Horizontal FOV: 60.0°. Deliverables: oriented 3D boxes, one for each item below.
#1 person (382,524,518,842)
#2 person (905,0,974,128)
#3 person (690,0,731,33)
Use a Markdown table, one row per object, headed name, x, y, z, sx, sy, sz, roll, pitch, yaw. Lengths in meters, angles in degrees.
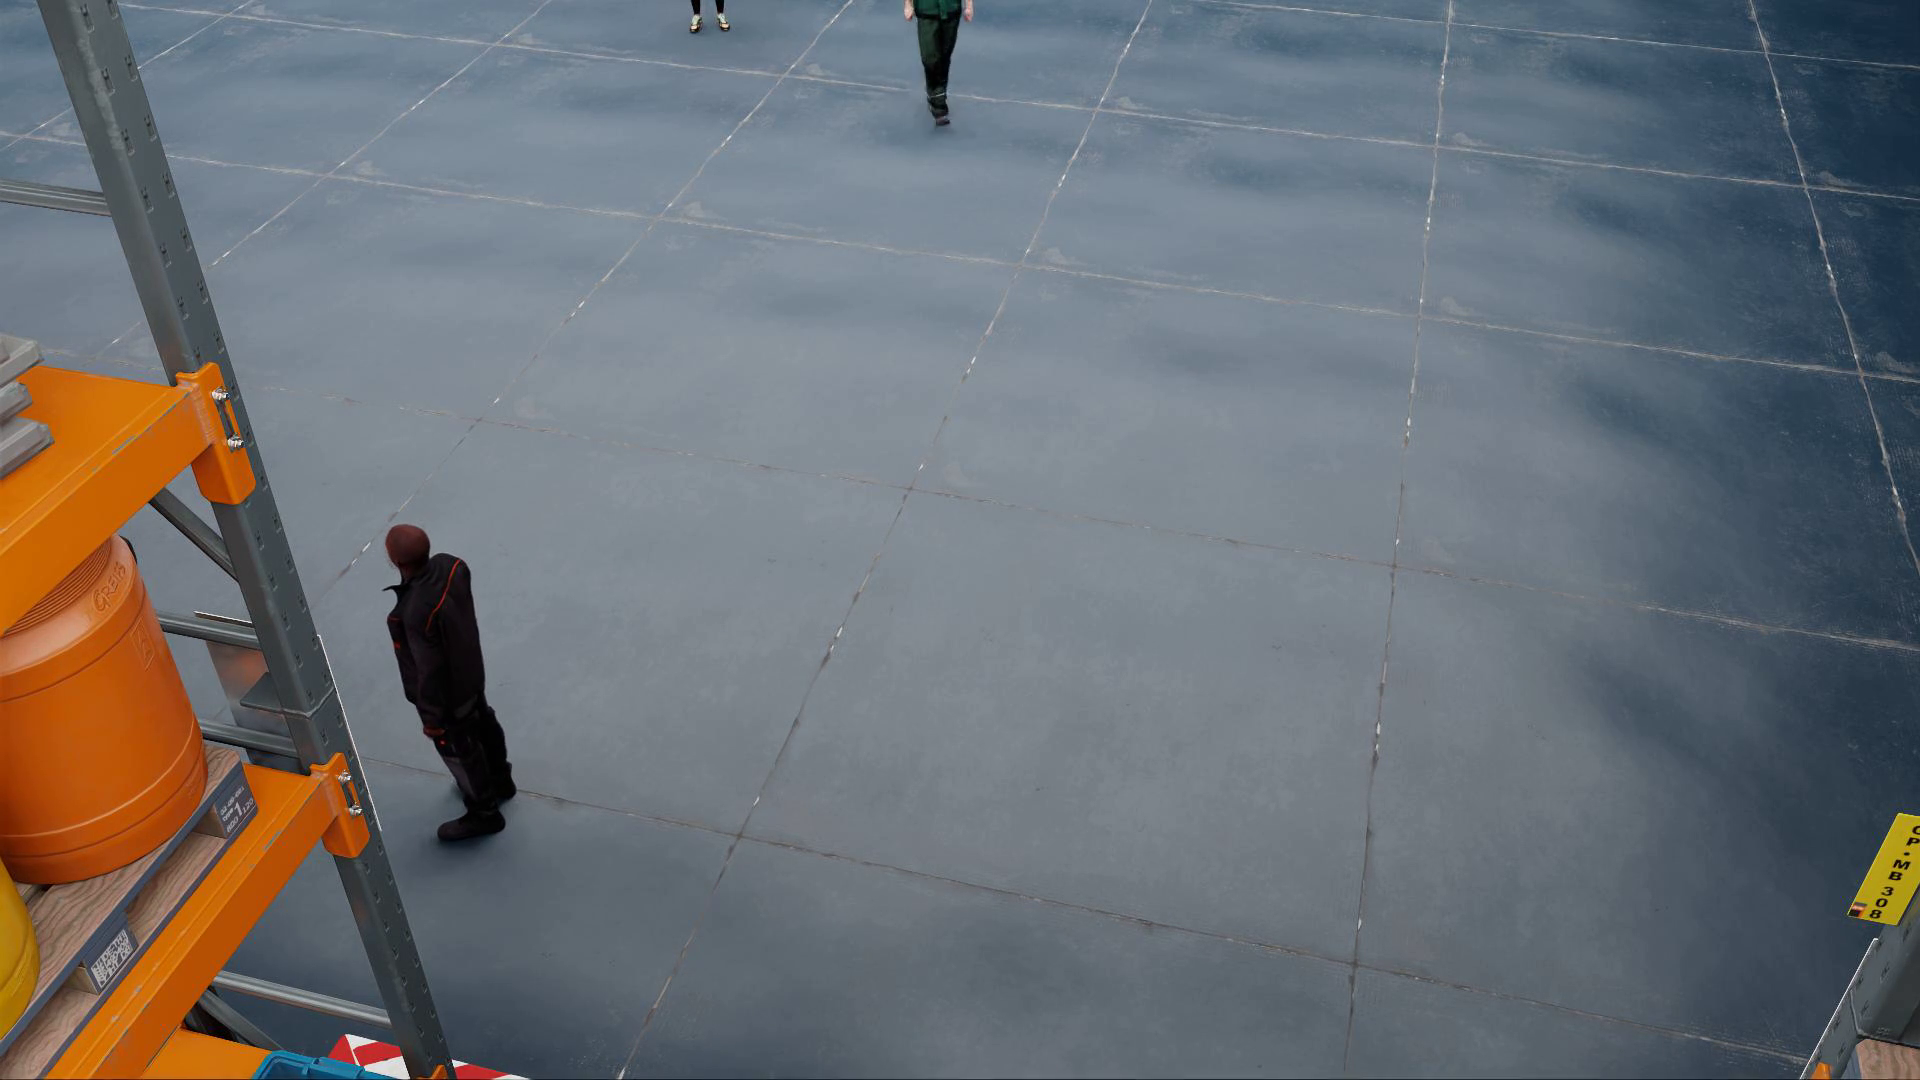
| name | x | y | z | sx | sy | sz | roll | pitch | yaw |
| --- | --- | --- | --- | --- | --- | --- | --- | --- | --- |
| person | -2.373 | 0.647 | 7.766 | 0.798 | 1.823 | 0.596 | 2 | 38 | 3 |
| person | -0.216 | -4.608 | 14.445 | 1.066 | 1.869 | 1.215 | -11 | 39 | -14 |
| person | -2.494 | -5.861 | 16.096 | 0.693 | 1.808 | 0.672 | -5 | 38 | -7 |
